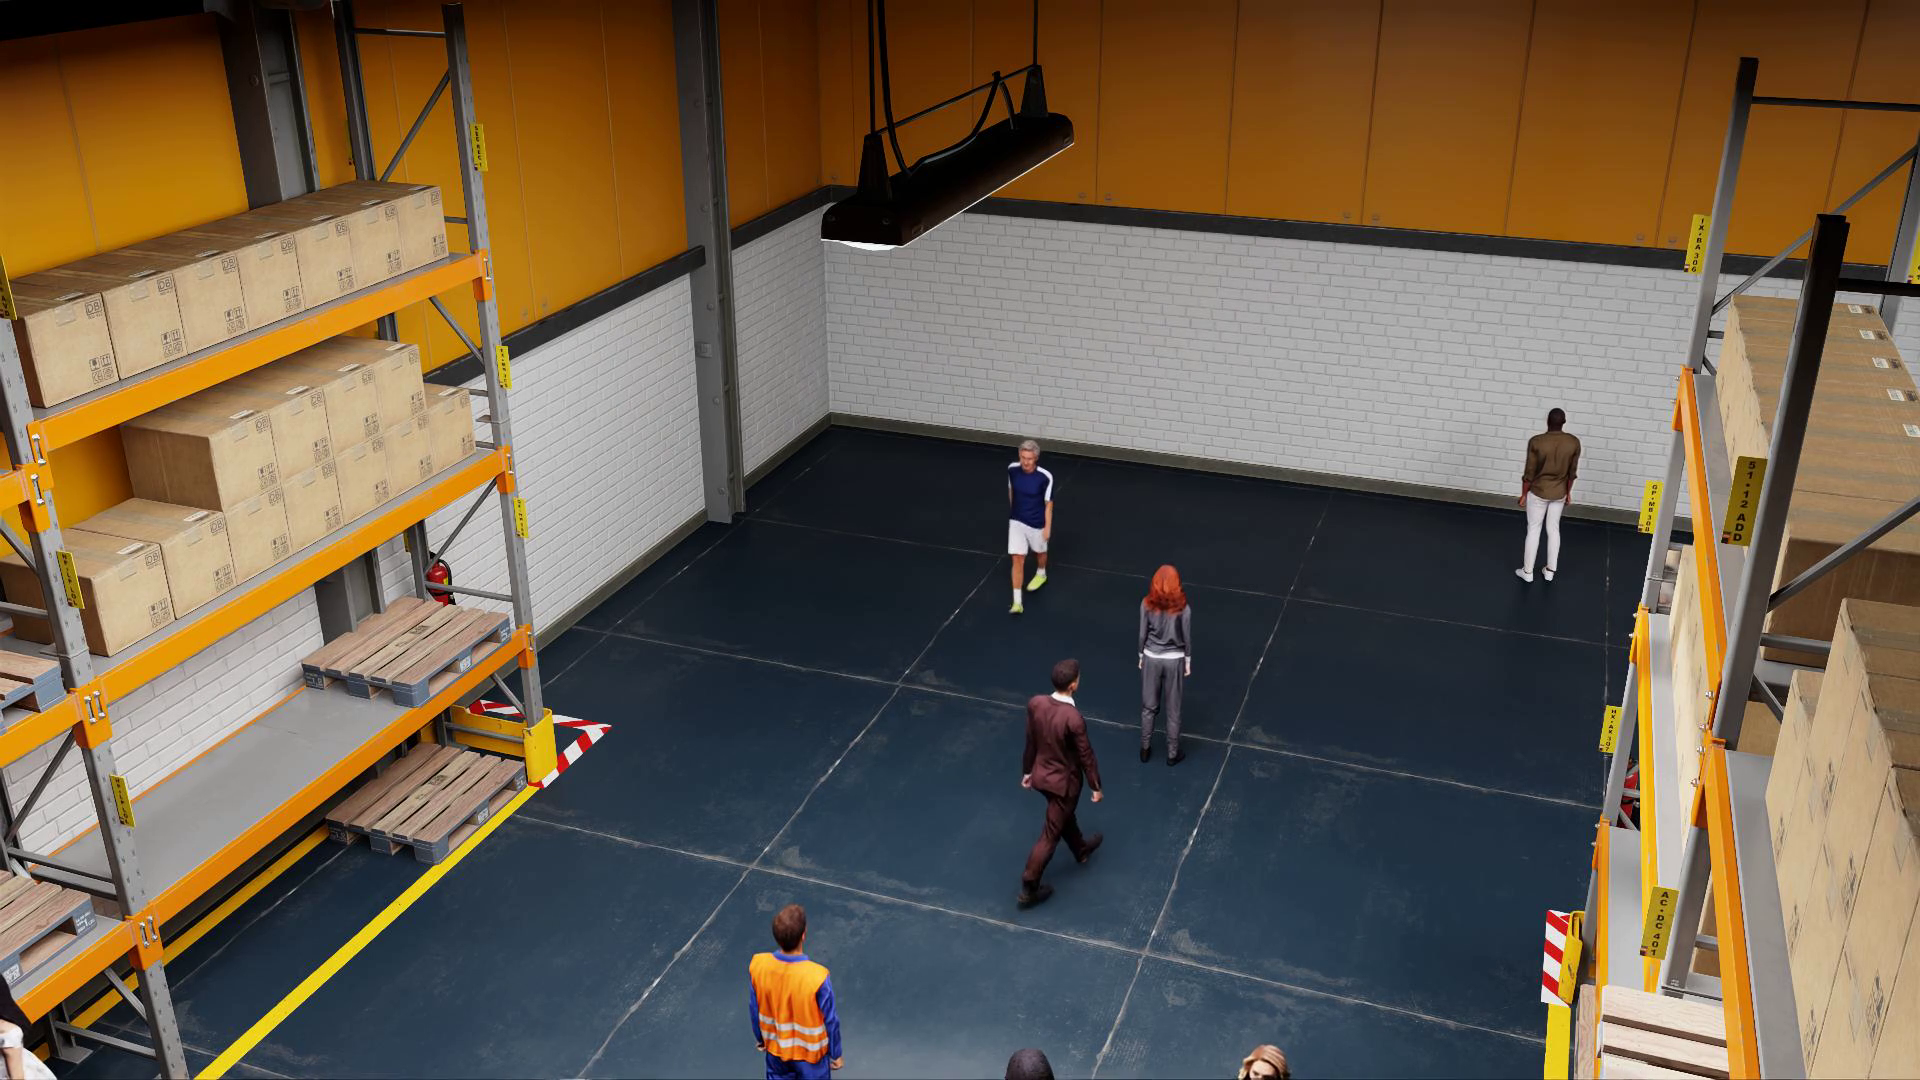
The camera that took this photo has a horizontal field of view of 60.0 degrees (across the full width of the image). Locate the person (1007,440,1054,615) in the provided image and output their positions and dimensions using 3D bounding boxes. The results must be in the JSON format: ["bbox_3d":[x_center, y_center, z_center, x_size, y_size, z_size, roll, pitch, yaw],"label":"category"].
[{"bbox_3d":[0.687,-0.190,16.164,0.647,1.755,1.231,9,25,21],"label":"person"}]

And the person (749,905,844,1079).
[{"bbox_3d":[-0.897,2.808,9.169,0.673,1.864,0.586,8,25,17],"label":"person"}]

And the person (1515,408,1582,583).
[{"bbox_3d":[5.890,-0.457,16.688,0.791,1.825,0.728,0,24,-1],"label":"person"}]

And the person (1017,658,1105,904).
[{"bbox_3d":[0.639,1.733,11.692,1.321,1.813,1.071,-21,31,-39],"label":"person"}]

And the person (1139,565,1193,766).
[{"bbox_3d":[1.642,1.002,13.410,0.571,1.777,0.496,8,25,17],"label":"person"}]
